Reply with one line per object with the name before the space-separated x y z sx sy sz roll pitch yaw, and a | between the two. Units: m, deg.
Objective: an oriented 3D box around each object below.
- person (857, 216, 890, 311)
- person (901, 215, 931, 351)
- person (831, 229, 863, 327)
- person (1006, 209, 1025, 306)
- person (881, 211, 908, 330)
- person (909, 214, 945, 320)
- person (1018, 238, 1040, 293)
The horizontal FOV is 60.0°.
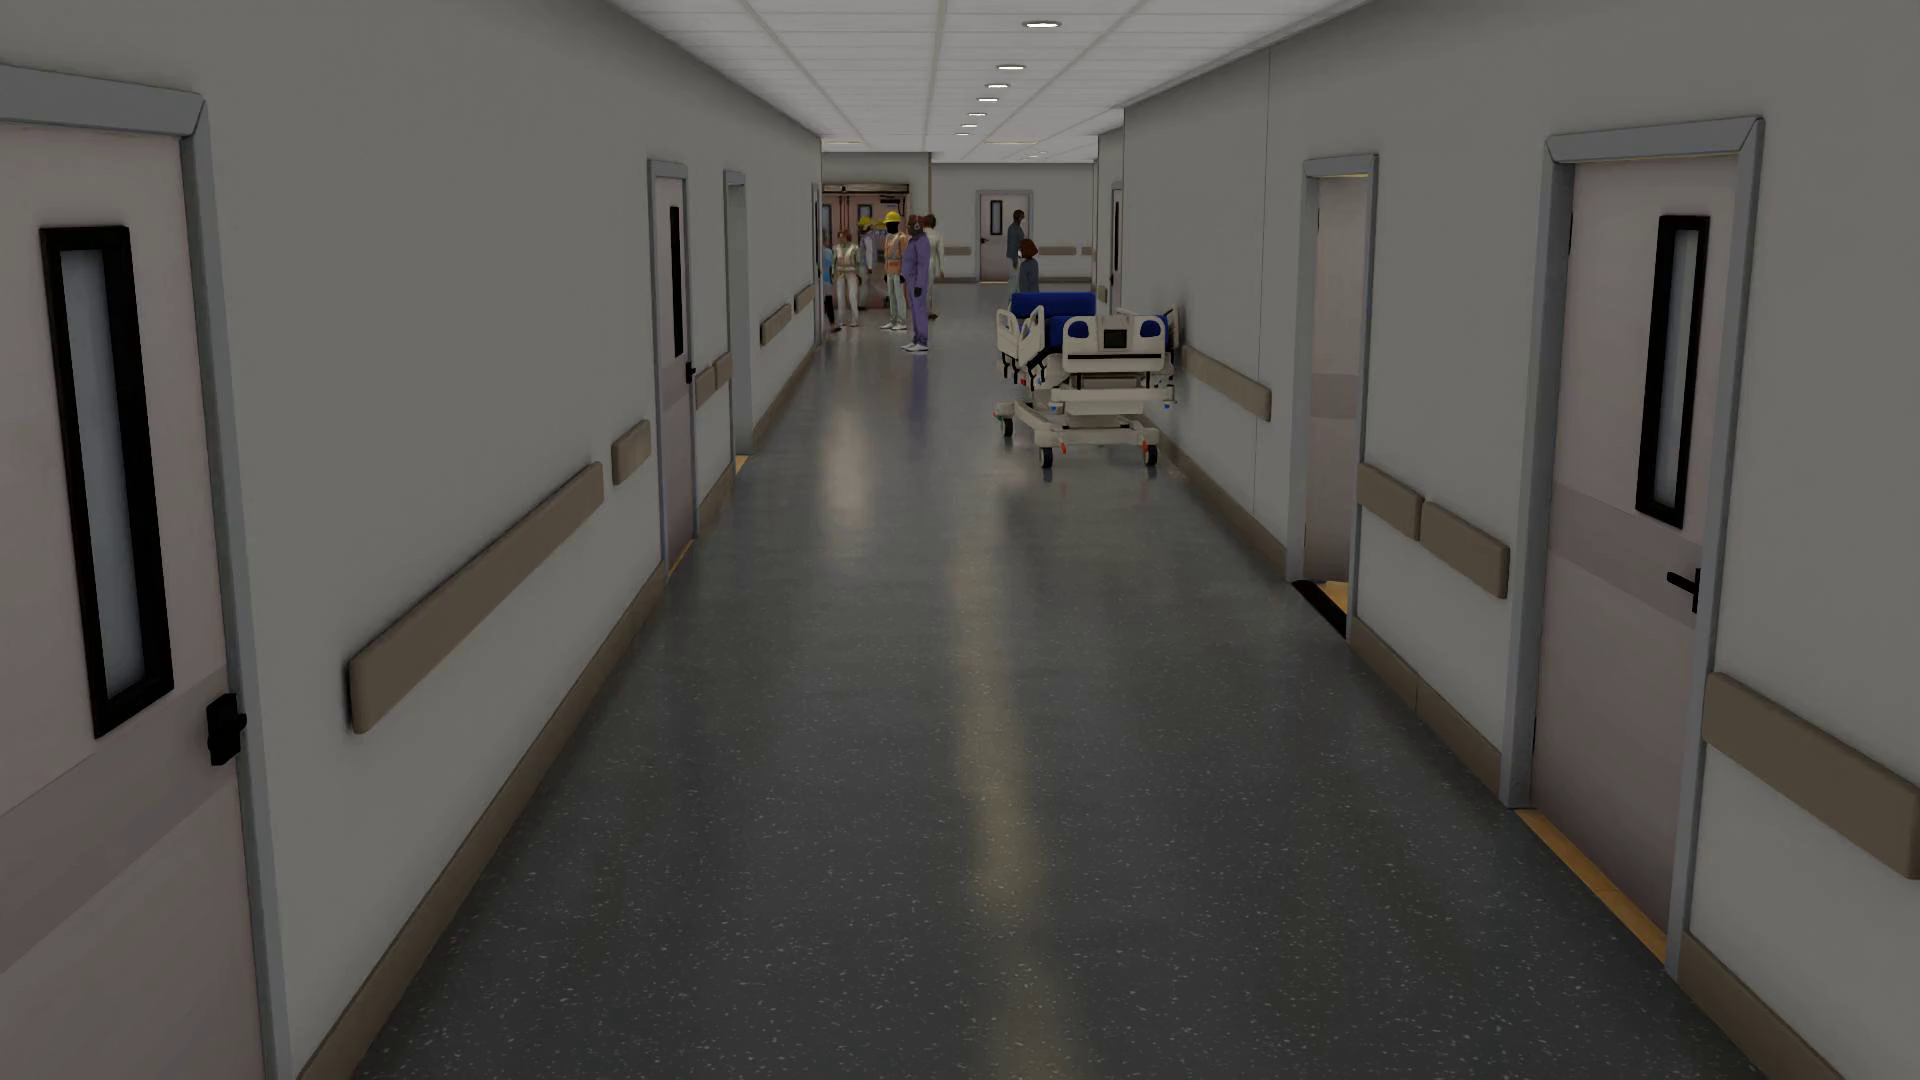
person | -1.693 -5.279 31.798 0.720 1.811 0.598 0 12 0
person | -0.628 -3.618 23.456 0.410 1.909 0.642 -2 12 -12
person | -1.904 -4.400 27.945 0.554 1.625 0.380 5 12 21
person | 1.105 -5.524 32.695 0.384 1.930 0.634 2 12 11
person | -1.076 -4.398 27.201 0.372 1.925 0.595 -7 14 -32
person | -0.623 -4.748 29.071 0.685 1.882 1.004 4 12 21
person | 0.885 -3.076 21.507 0.282 1.624 0.494 -4 12 -18
